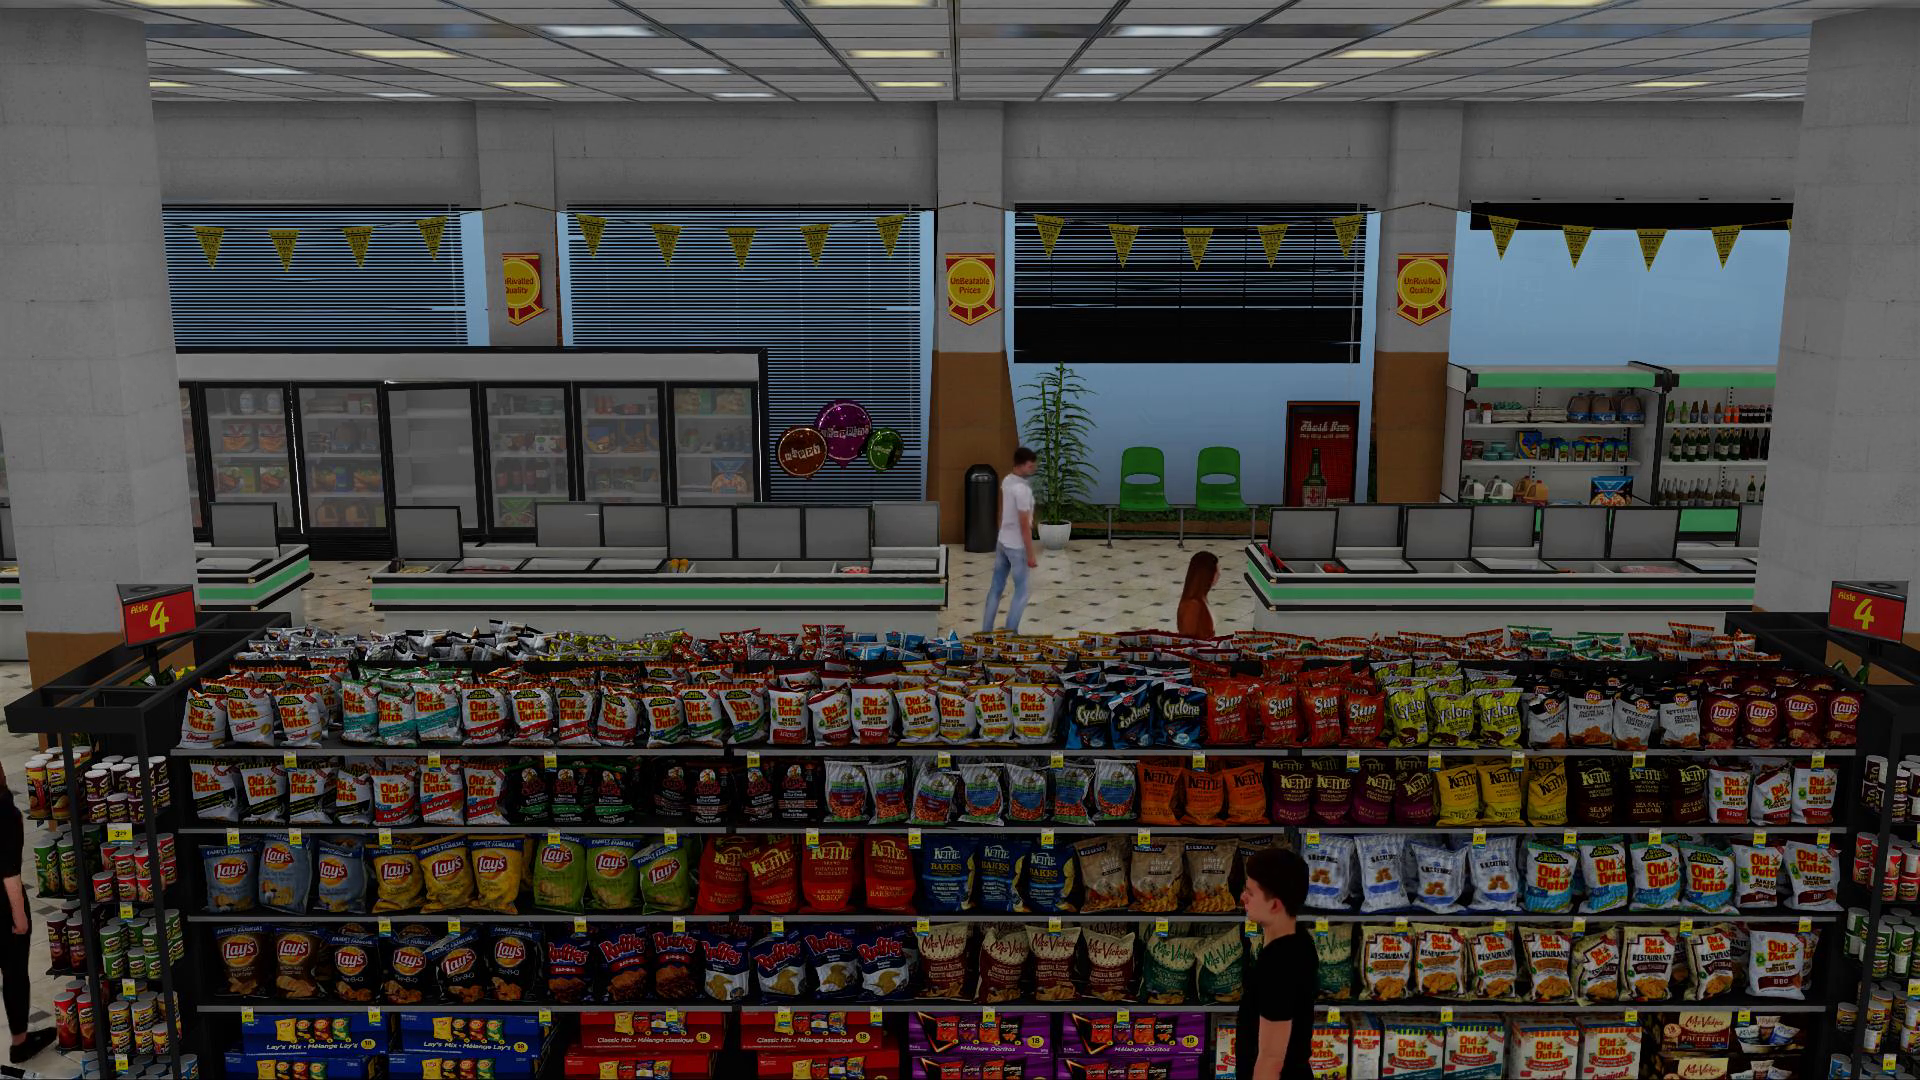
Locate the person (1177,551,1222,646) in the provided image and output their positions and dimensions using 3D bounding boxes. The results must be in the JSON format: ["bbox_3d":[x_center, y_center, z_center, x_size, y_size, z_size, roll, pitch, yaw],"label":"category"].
[{"bbox_3d":[1.462,0.908,11.134,0.660,1.704,0.603,1,12,4],"label":"person"}]

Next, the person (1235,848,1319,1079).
[{"bbox_3d":[1.191,1.970,5.770,1.253,1.837,0.849,2,12,10],"label":"person"}]

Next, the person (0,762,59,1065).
[{"bbox_3d":[-4.516,1.666,7.554,0.960,1.695,0.800,3,12,14],"label":"person"}]

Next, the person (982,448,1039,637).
[{"bbox_3d":[0.443,0.071,14.839,0.816,1.815,0.880,-7,14,-32],"label":"person"}]
